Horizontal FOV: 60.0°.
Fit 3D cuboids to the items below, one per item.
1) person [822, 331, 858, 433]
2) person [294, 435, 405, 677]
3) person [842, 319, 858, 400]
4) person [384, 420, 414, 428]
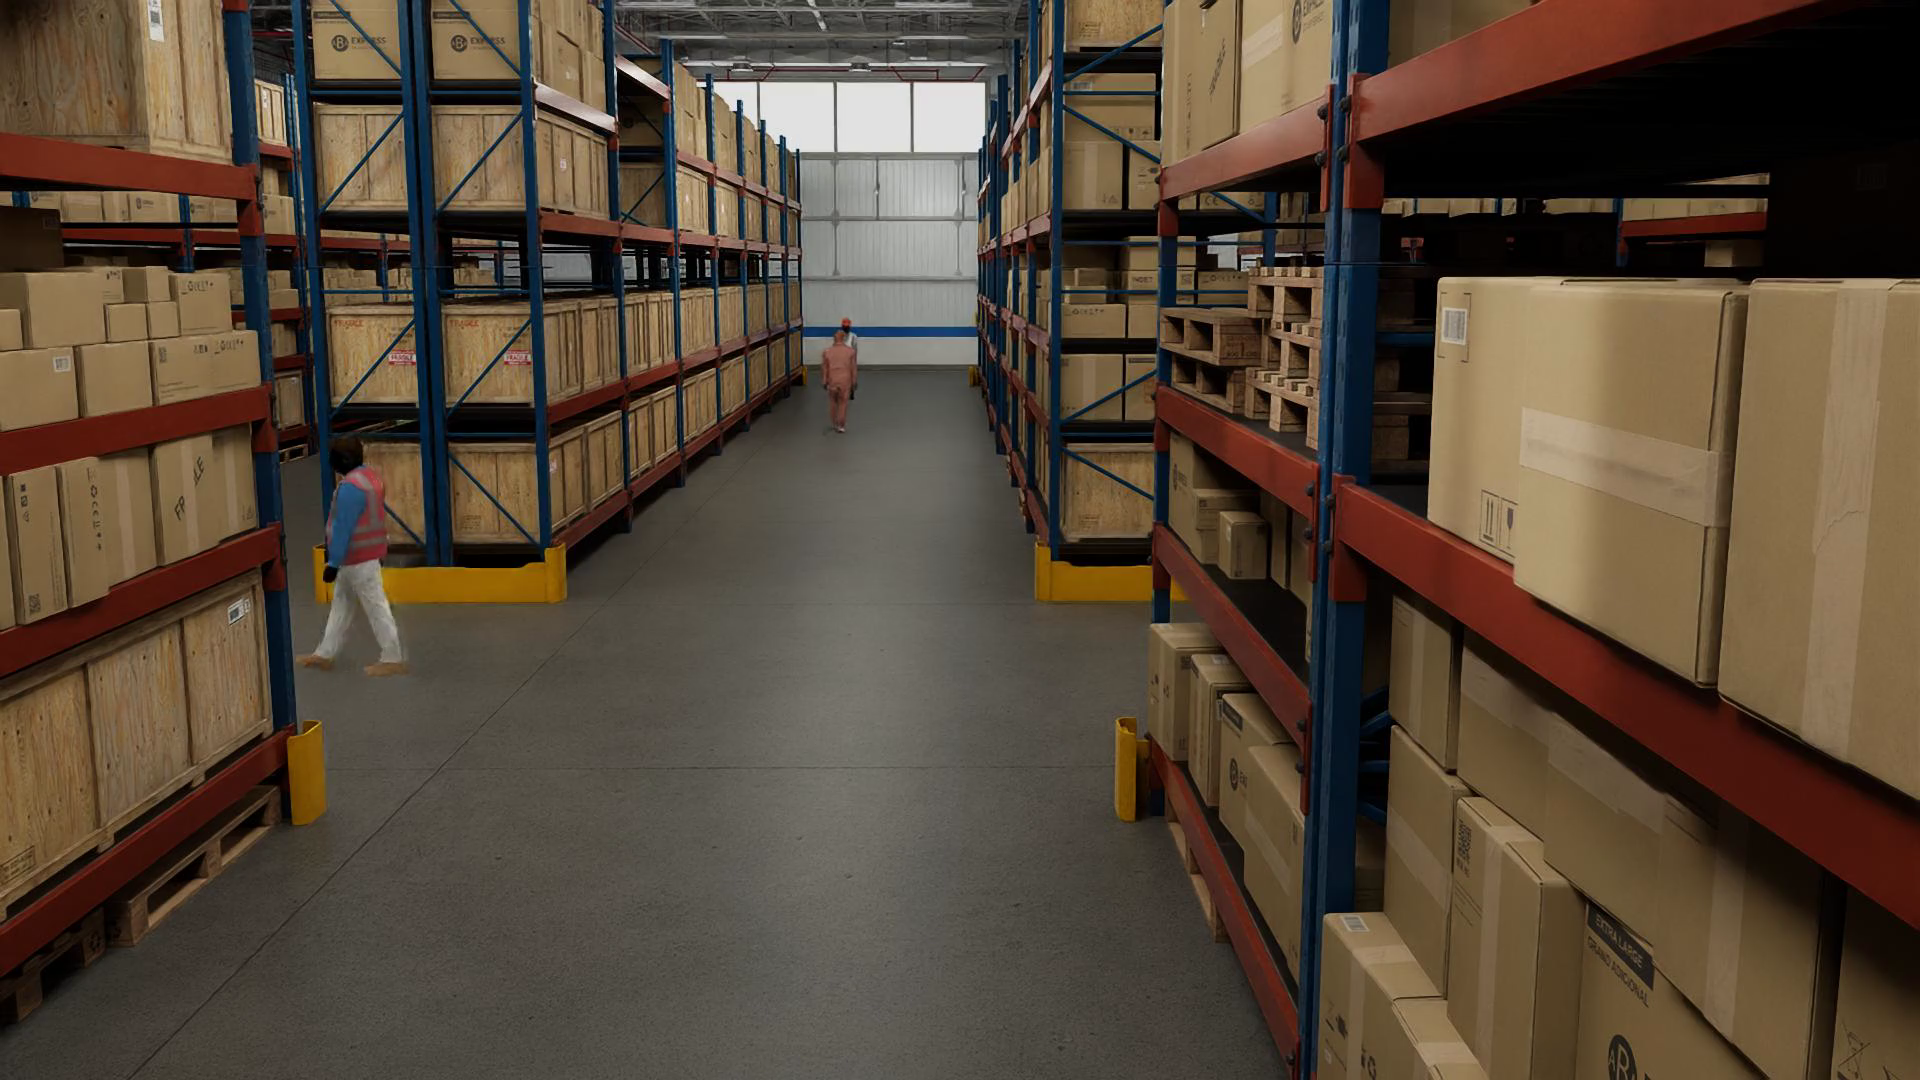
[{"bbox_3d":[-2.222,-2.960,31.100,0.642,1.865,0.949,1,9,7],"label":"person"},{"bbox_3d":[-4.576,0.133,12.299,0.893,1.803,0.645,-2,9,-11],"label":"person"},{"bbox_3d":[-2.649,-4.195,38.650,0.550,1.889,1.012,-1,9,-7],"label":"person"},{"bbox_3d":[-6.651,-1.134,20.046,0.562,1.827,0.418,-6,11,-32],"label":"person"}]
